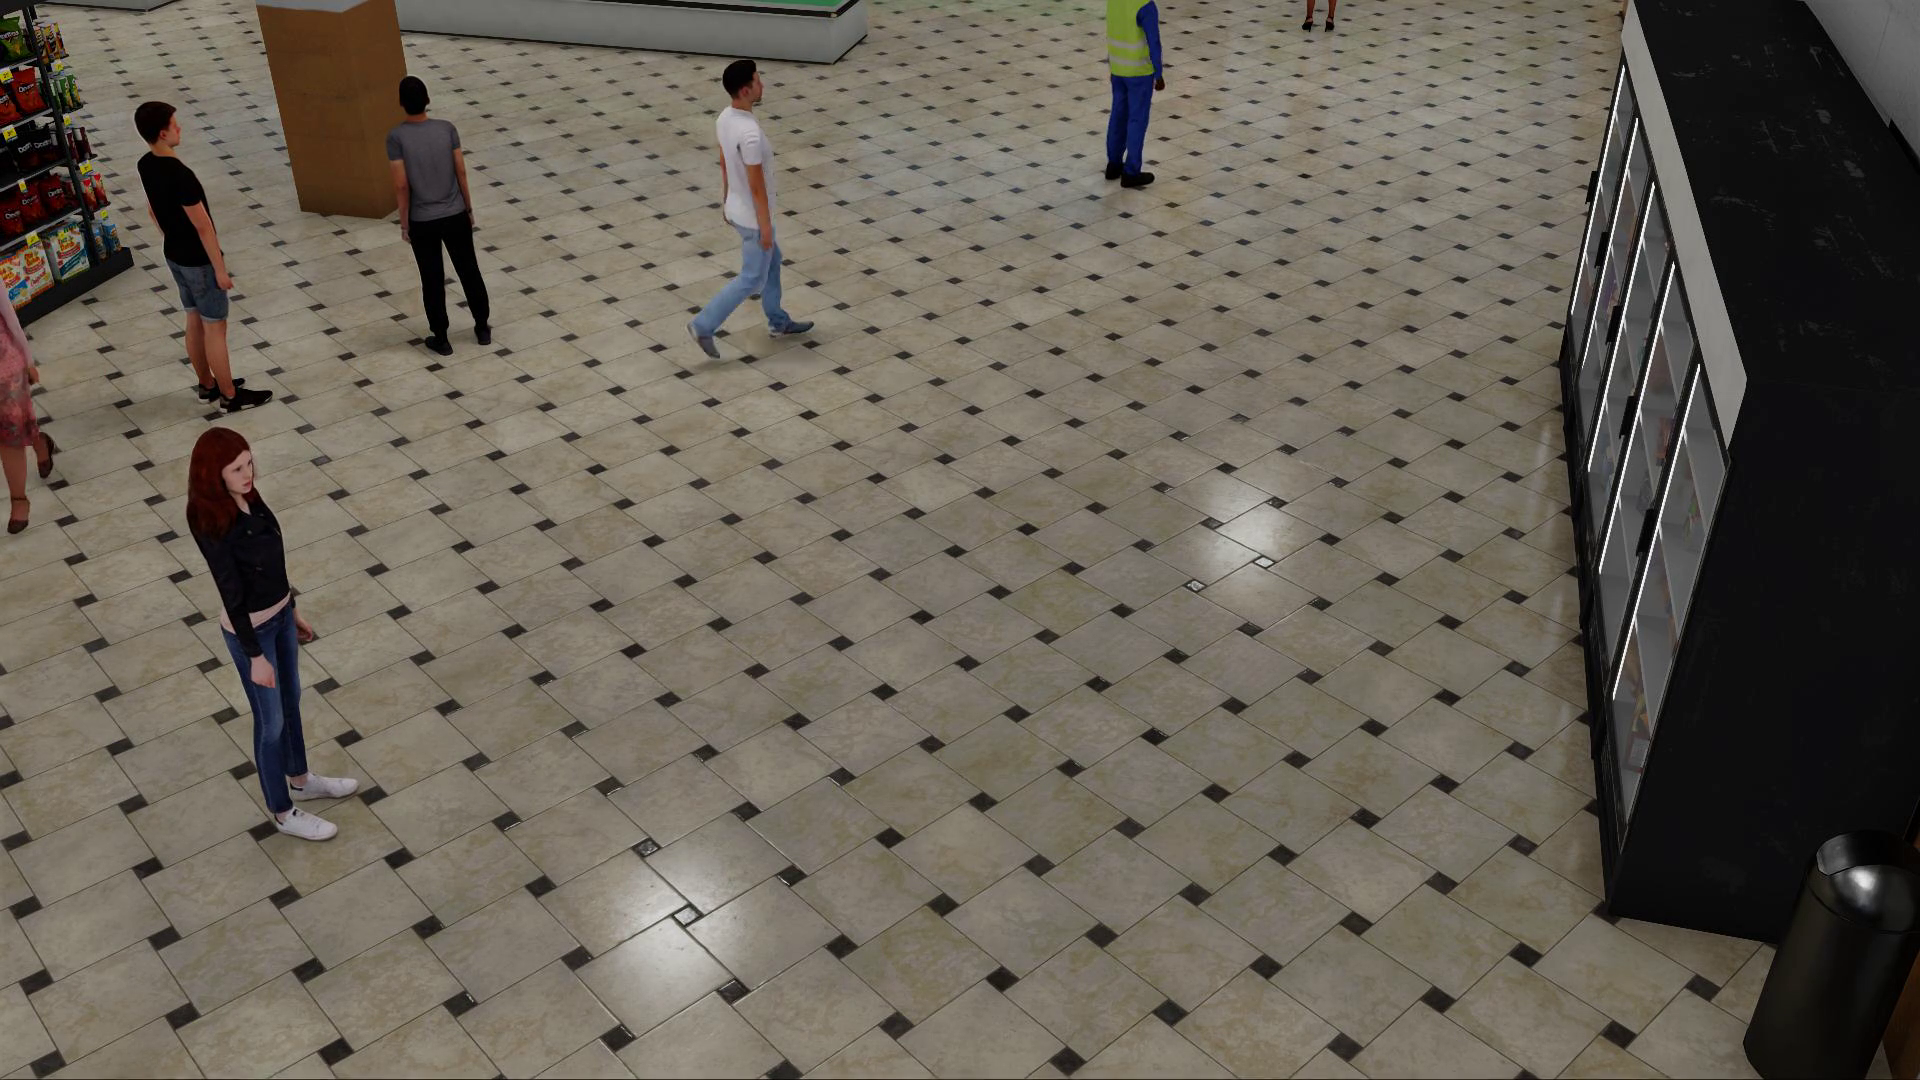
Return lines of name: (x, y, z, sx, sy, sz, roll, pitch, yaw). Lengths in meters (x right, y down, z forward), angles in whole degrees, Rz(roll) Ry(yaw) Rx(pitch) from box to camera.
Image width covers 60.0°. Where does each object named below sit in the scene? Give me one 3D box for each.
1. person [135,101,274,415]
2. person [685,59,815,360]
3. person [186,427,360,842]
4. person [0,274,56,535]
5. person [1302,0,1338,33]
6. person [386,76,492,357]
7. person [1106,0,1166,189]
person: (-4.453, -1.631, 9.632, 0.641, 1.847, 0.804, 22, 38, 31)
person: (-1.369, -1.990, 10.219, 1.225, 1.837, 1.118, -14, 34, -21)
person: (-2.711, 0.367, 6.475, 0.609, 1.789, 0.623, 1, 32, 2)
person: (-5.061, -0.936, 8.696, 1.087, 1.656, 0.943, -4, 32, -7)
person: (3.710, -6.053, 16.802, 0.497, 1.781, 0.674, 4, 32, 6)
person: (-3.247, -2.011, 10.331, 0.704, 1.754, 0.756, -18, 36, -27)
person: (1.329, -3.643, 12.900, 0.840, 1.812, 0.755, -23, 38, -32)
